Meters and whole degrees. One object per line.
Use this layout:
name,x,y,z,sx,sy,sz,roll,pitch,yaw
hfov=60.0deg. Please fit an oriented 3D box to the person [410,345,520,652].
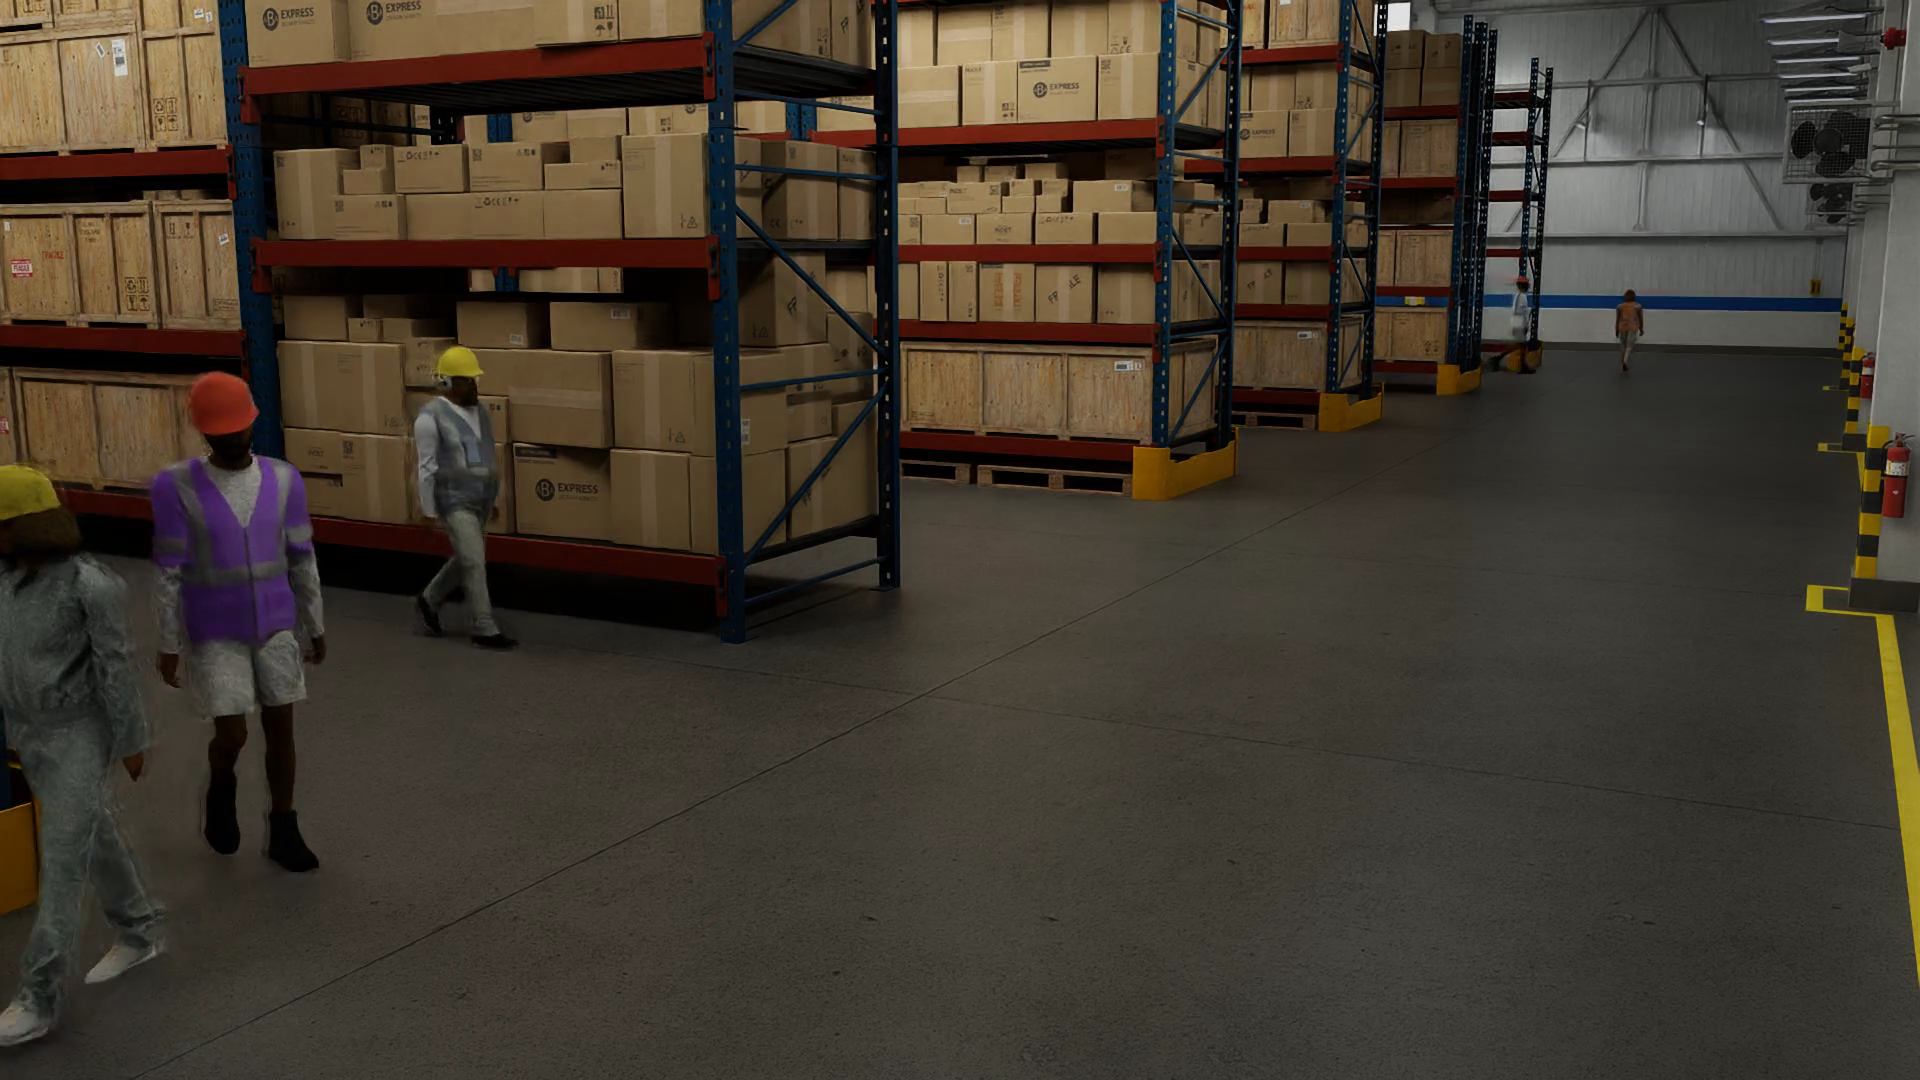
person,-2.988,-0.256,9.848,0.812,1.808,0.599,4,11,23

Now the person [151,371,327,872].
person,-2.664,0.318,6.198,0.633,1.913,0.511,-9,13,-42

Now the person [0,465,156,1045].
person,-2.802,0.628,5.033,0.489,1.700,0.886,3,10,16

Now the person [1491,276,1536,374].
person,10.735,-4.151,32.144,0.763,1.888,0.584,2,10,10

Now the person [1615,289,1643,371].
person,13.294,-4.181,33.093,0.513,1.613,0.742,8,13,40
